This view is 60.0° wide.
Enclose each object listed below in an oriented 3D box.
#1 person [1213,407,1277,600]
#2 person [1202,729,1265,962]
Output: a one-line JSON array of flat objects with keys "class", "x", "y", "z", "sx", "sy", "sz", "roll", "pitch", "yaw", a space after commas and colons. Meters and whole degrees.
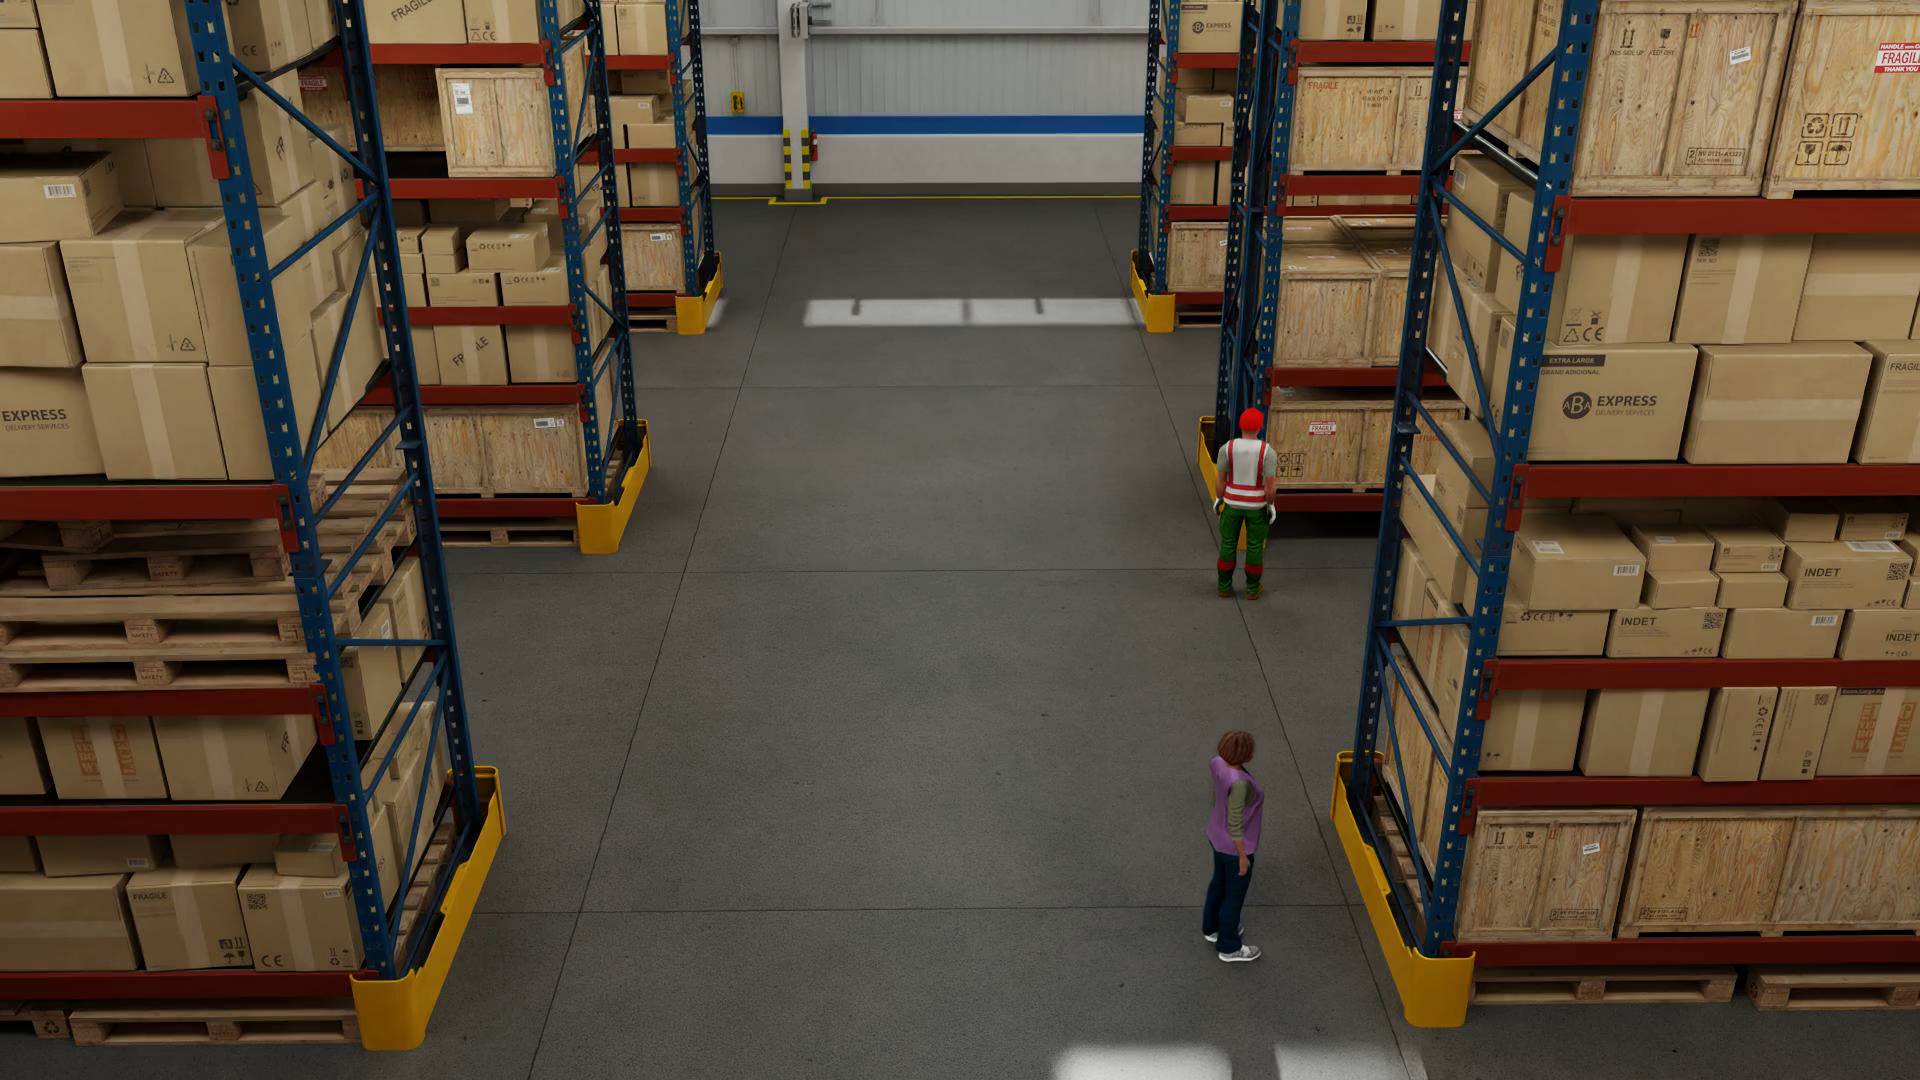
[{"class": "person", "x": 2.501, "y": -0.331, "z": 14.555, "sx": 0.546, "sy": 1.793, "sz": 0.388, "roll": 7, "pitch": 26, "yaw": 14}, {"class": "person", "x": 1.681, "y": 1.839, "z": 10.134, "sx": 0.344, "sy": 1.601, "sz": 0.408, "roll": -7, "pitch": 26, "yaw": -14}]
